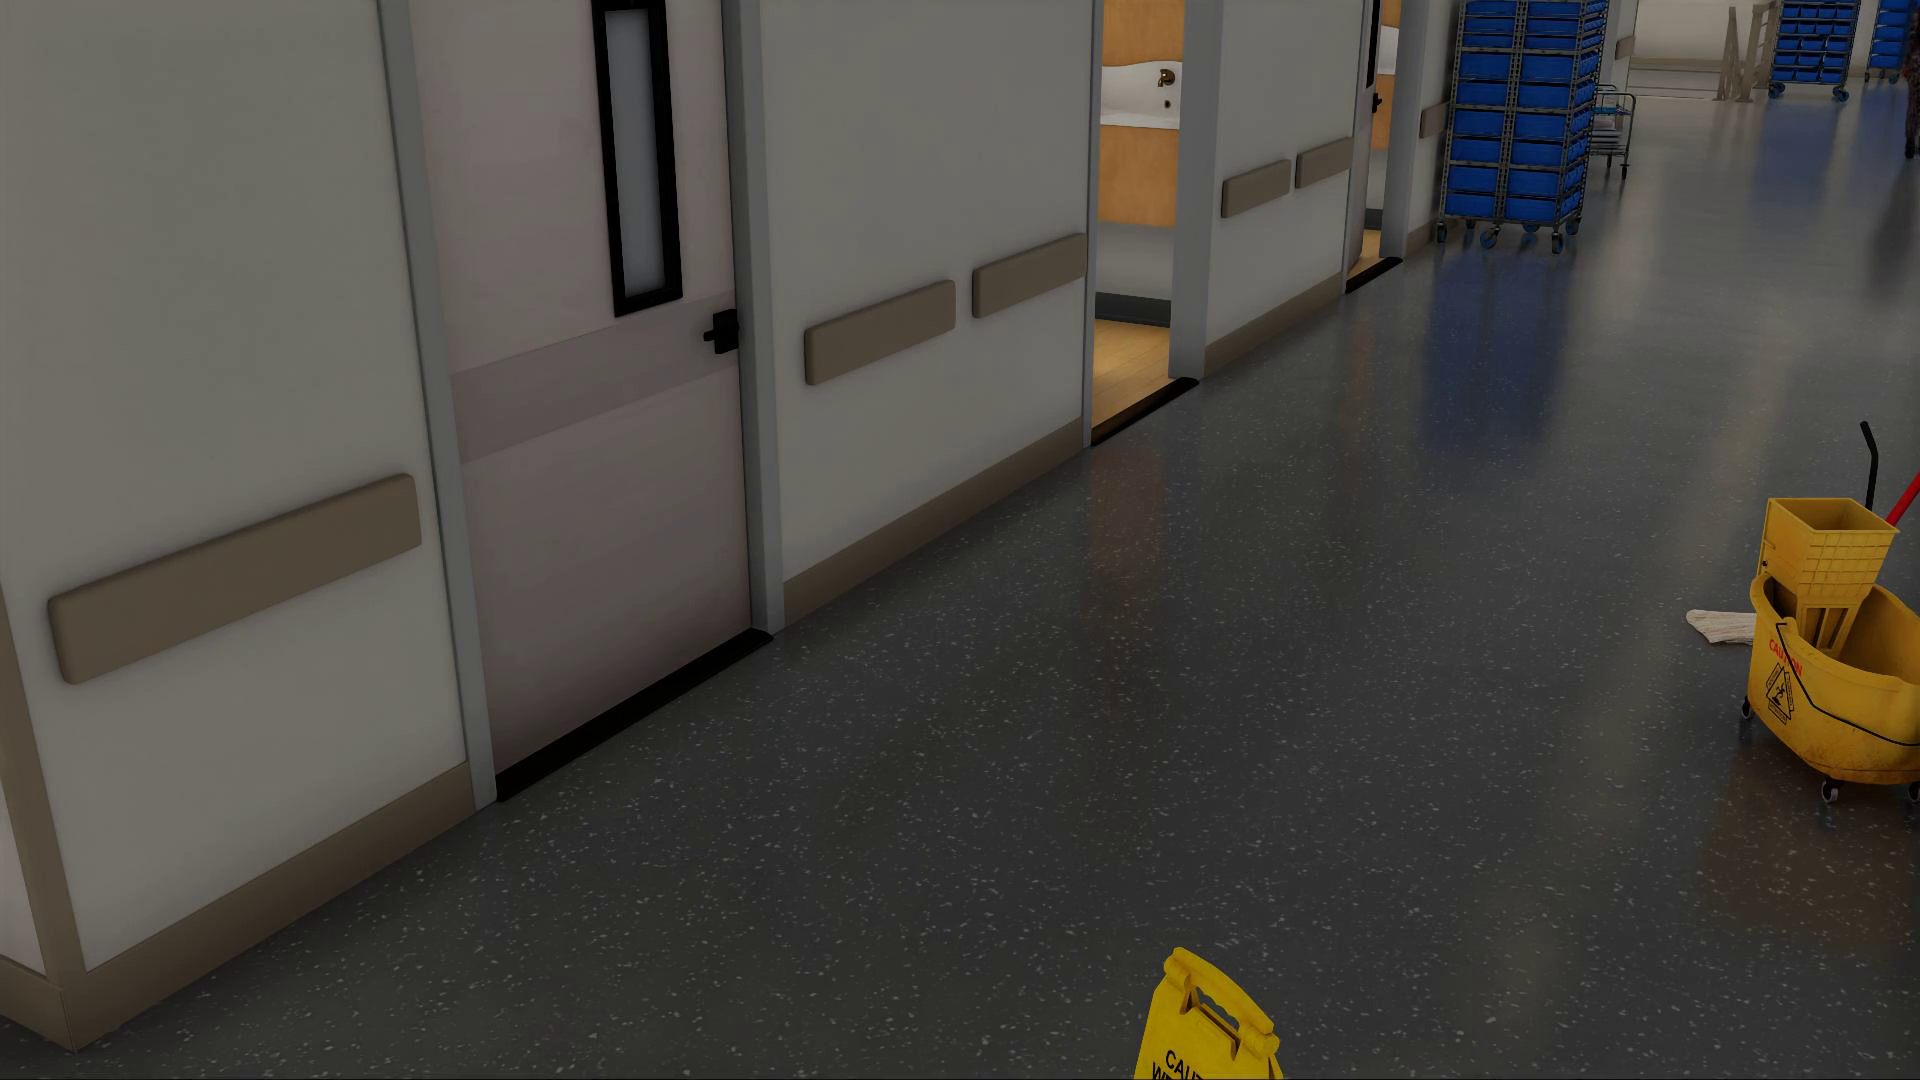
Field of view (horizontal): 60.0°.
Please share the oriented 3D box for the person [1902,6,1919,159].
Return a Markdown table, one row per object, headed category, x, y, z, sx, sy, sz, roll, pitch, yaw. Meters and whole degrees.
| category | x | y | z | sx | sy | sz | roll | pitch | yaw |
| --- | --- | --- | --- | --- | --- | --- | --- | --- | --- |
| person | 9.255 | -4.508 | 15.920 | 0.615 | 1.692 | 0.934 | 13 | 24 | 31 |
